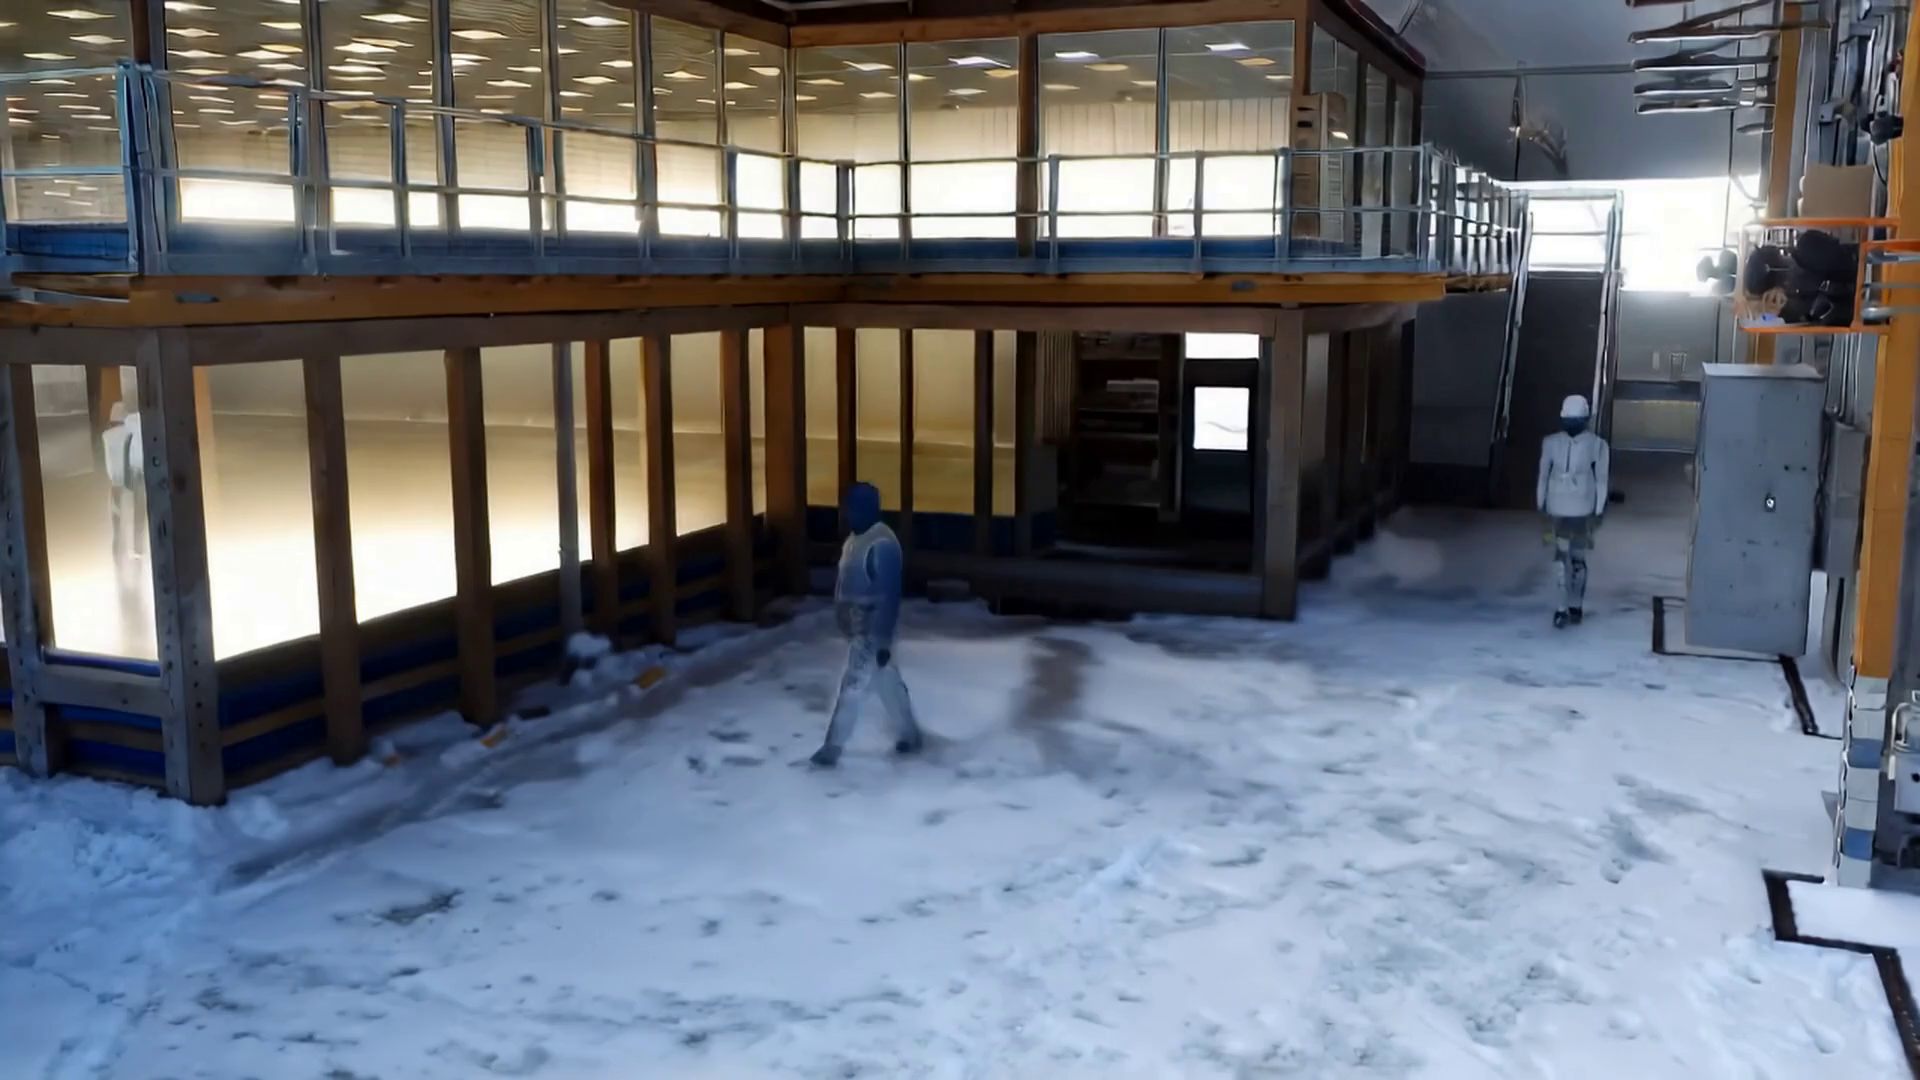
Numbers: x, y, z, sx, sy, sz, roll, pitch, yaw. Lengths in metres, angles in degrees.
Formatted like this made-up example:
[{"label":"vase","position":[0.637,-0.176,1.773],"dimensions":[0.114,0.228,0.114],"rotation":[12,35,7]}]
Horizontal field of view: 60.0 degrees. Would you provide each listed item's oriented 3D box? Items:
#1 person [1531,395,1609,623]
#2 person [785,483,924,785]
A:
[{"label":"person","position":[5.295,-0.271,14.472],"dimensions":[0.621,1.990,0.401],"rotation":[8,12,41]},{"label":"person","position":[-0.624,0.555,9.984],"dimensions":[0.939,1.793,0.658],"rotation":[-3,10,-17]}]
